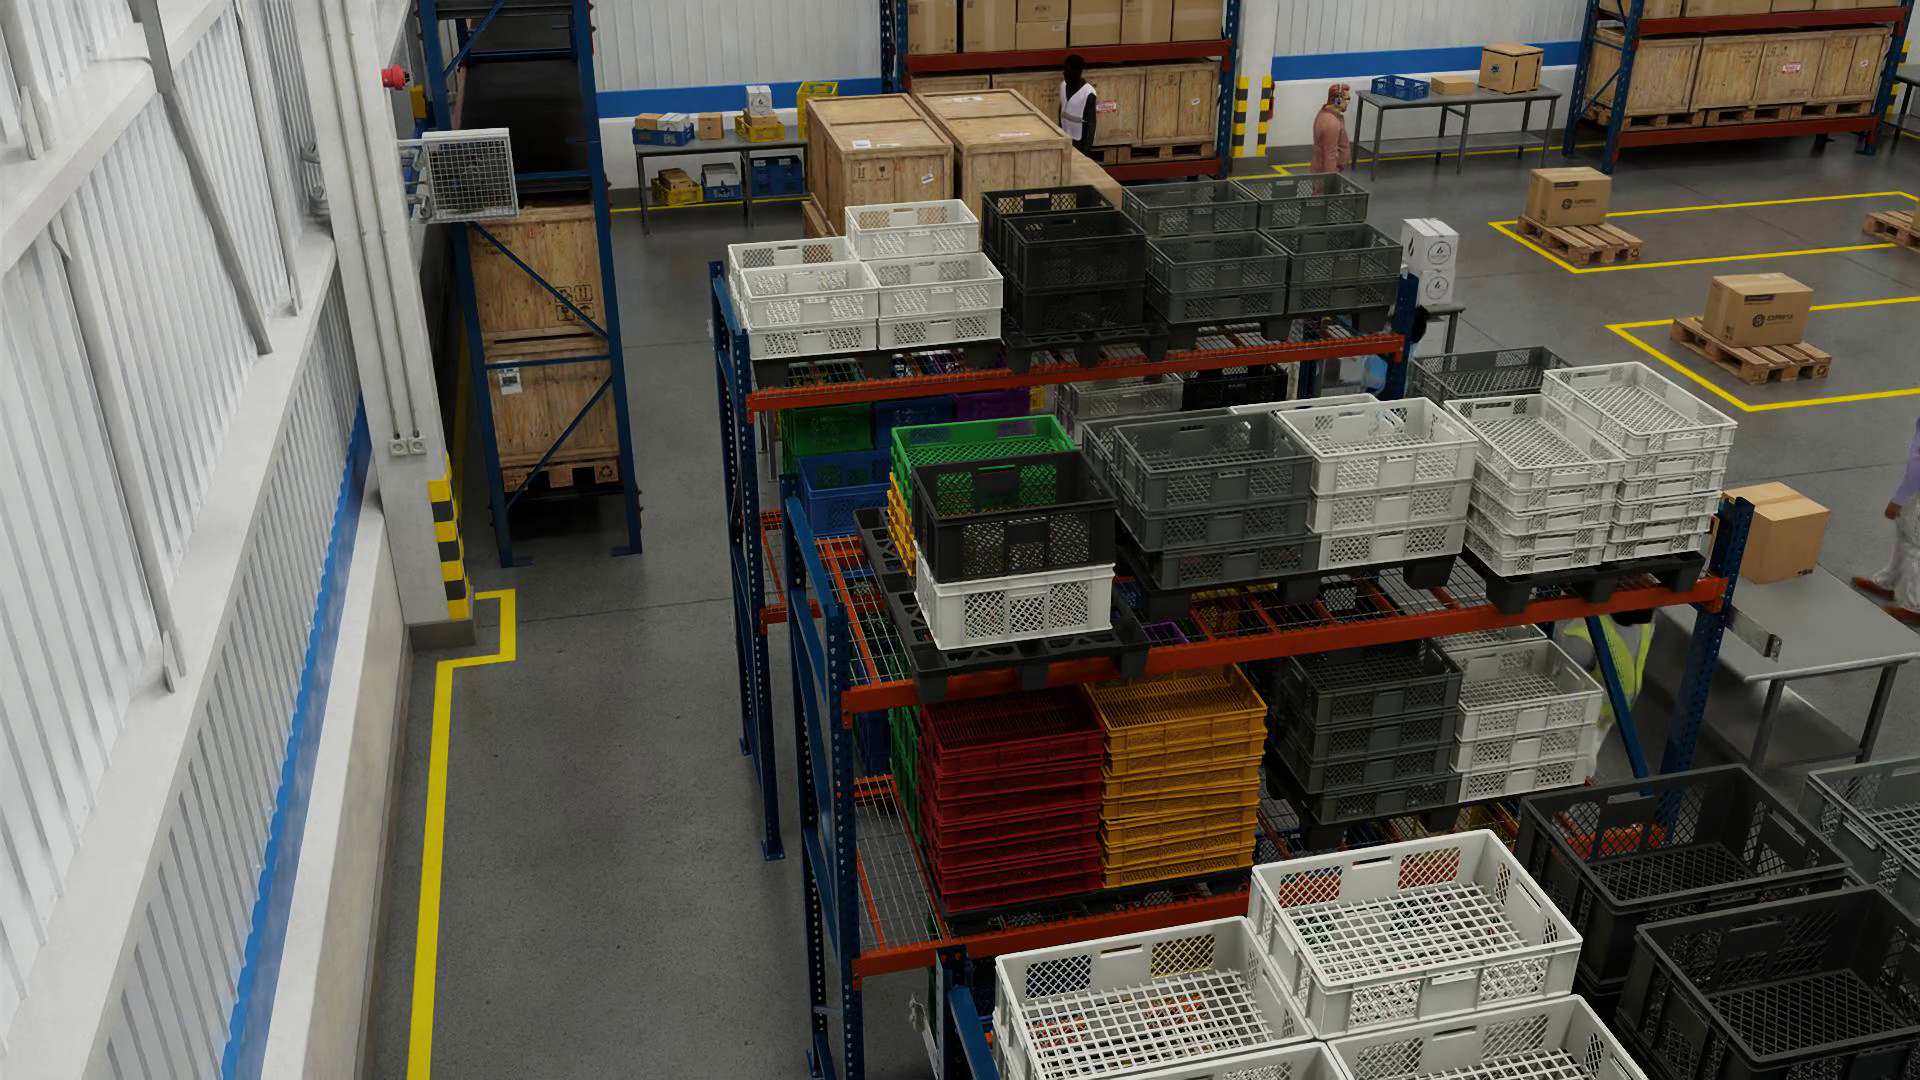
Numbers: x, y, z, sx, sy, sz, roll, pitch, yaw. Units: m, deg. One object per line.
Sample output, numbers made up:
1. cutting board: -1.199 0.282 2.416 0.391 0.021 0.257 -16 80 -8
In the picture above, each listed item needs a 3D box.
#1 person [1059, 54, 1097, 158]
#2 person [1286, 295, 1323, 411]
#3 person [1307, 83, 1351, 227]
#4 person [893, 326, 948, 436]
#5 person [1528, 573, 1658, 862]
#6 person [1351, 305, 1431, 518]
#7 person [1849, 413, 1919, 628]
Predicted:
1. person: 1.323 -4.547 18.892 0.396 1.917 0.590 -17 32 -29
2. person: 2.716 -1.499 13.177 0.316 1.856 0.516 -5 28 -9
3. person: 3.918 -3.881 17.651 0.404 1.900 0.645 2 28 3
4. person: -0.284 -0.867 11.947 0.337 1.879 0.584 18 33 30
5. person: 3.234 0.849 8.790 0.643 1.802 0.702 -21 34 -34
6. person: 3.118 -0.916 12.270 0.652 1.669 0.320 -23 35 -36
7. person: 6.381 -0.380 10.990 0.630 1.939 0.536 -20 34 -33
